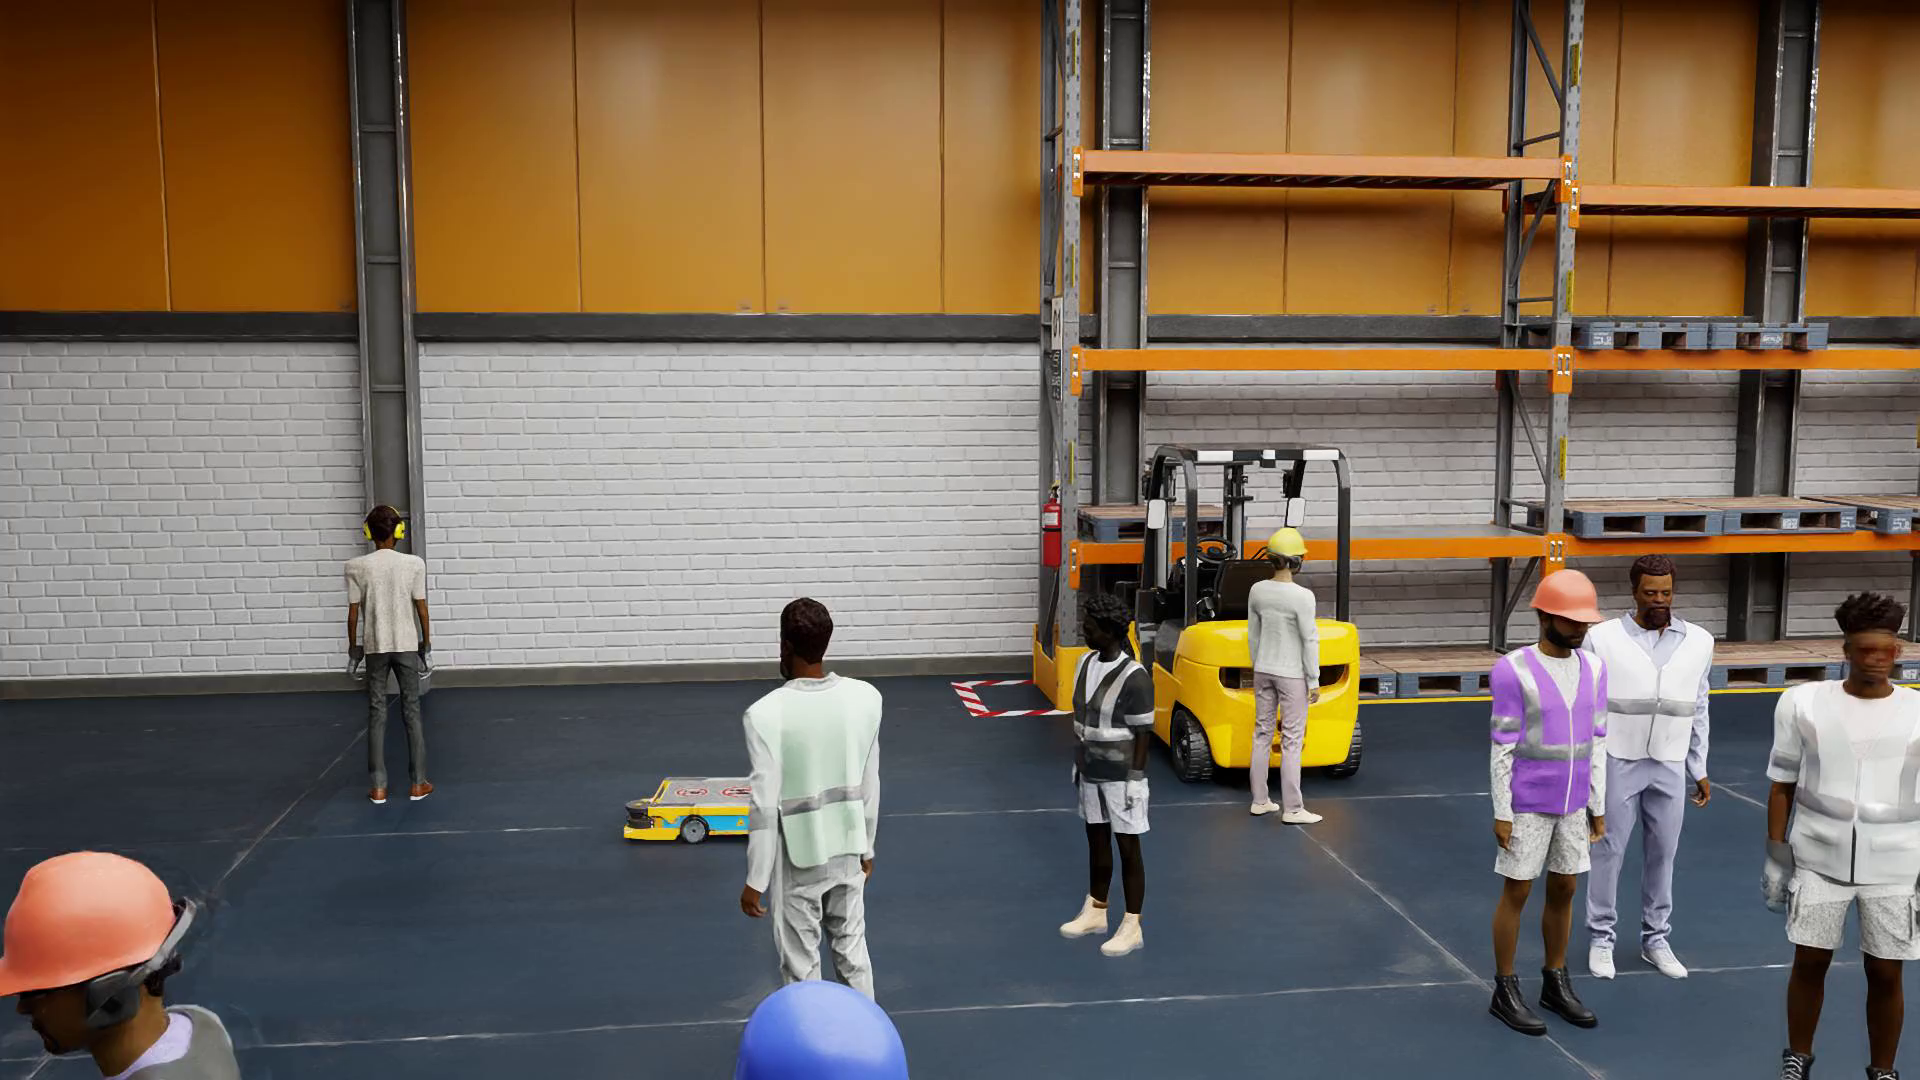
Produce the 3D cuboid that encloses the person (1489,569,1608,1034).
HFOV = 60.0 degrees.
[{"bbox_3d":[2.452,1.076,6.887,0.544,1.930,0.388,-2,7,-17],"label":"person"}]

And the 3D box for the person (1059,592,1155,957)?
[{"bbox_3d":[0.702,1.084,7.806,0.321,1.699,0.535,-4,8,-31],"label":"person"}]

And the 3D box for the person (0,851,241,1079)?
[{"bbox_3d":[-1.366,1.505,2.951,1.067,1.985,0.612,-3,7,-21],"label":"person"}]

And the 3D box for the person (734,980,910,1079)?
[{"bbox_3d":[-0.152,1.583,2.413,0.415,1.939,0.605,4,7,29],"label":"person"}]

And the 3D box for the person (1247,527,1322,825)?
[{"bbox_3d":[1.936,0.807,9.932,0.305,1.772,0.525,-5,8,-37],"label":"person"}]

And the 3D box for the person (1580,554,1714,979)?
[{"bbox_3d":[3.077,1.010,7.506,0.596,1.918,0.381,0,7,0],"label":"person"}]

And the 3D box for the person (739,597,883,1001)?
[{"bbox_3d":[-0.534,1.168,6.122,0.587,1.920,0.394,-6,9,-41],"label":"person"}]

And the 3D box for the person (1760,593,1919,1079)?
[{"bbox_3d":[3.245,1.163,5.994,0.642,1.960,0.371,4,8,31],"label":"person"}]

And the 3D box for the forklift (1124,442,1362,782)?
[{"bbox_3d":[1.912,0.418,11.496,1.214,2.155,2.313,-1,7,-8],"label":"forklift"}]

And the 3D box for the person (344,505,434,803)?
[{"bbox_3d":[-3.563,0.709,10.389,0.520,1.865,0.328,-2,7,-15],"label":"person"}]
